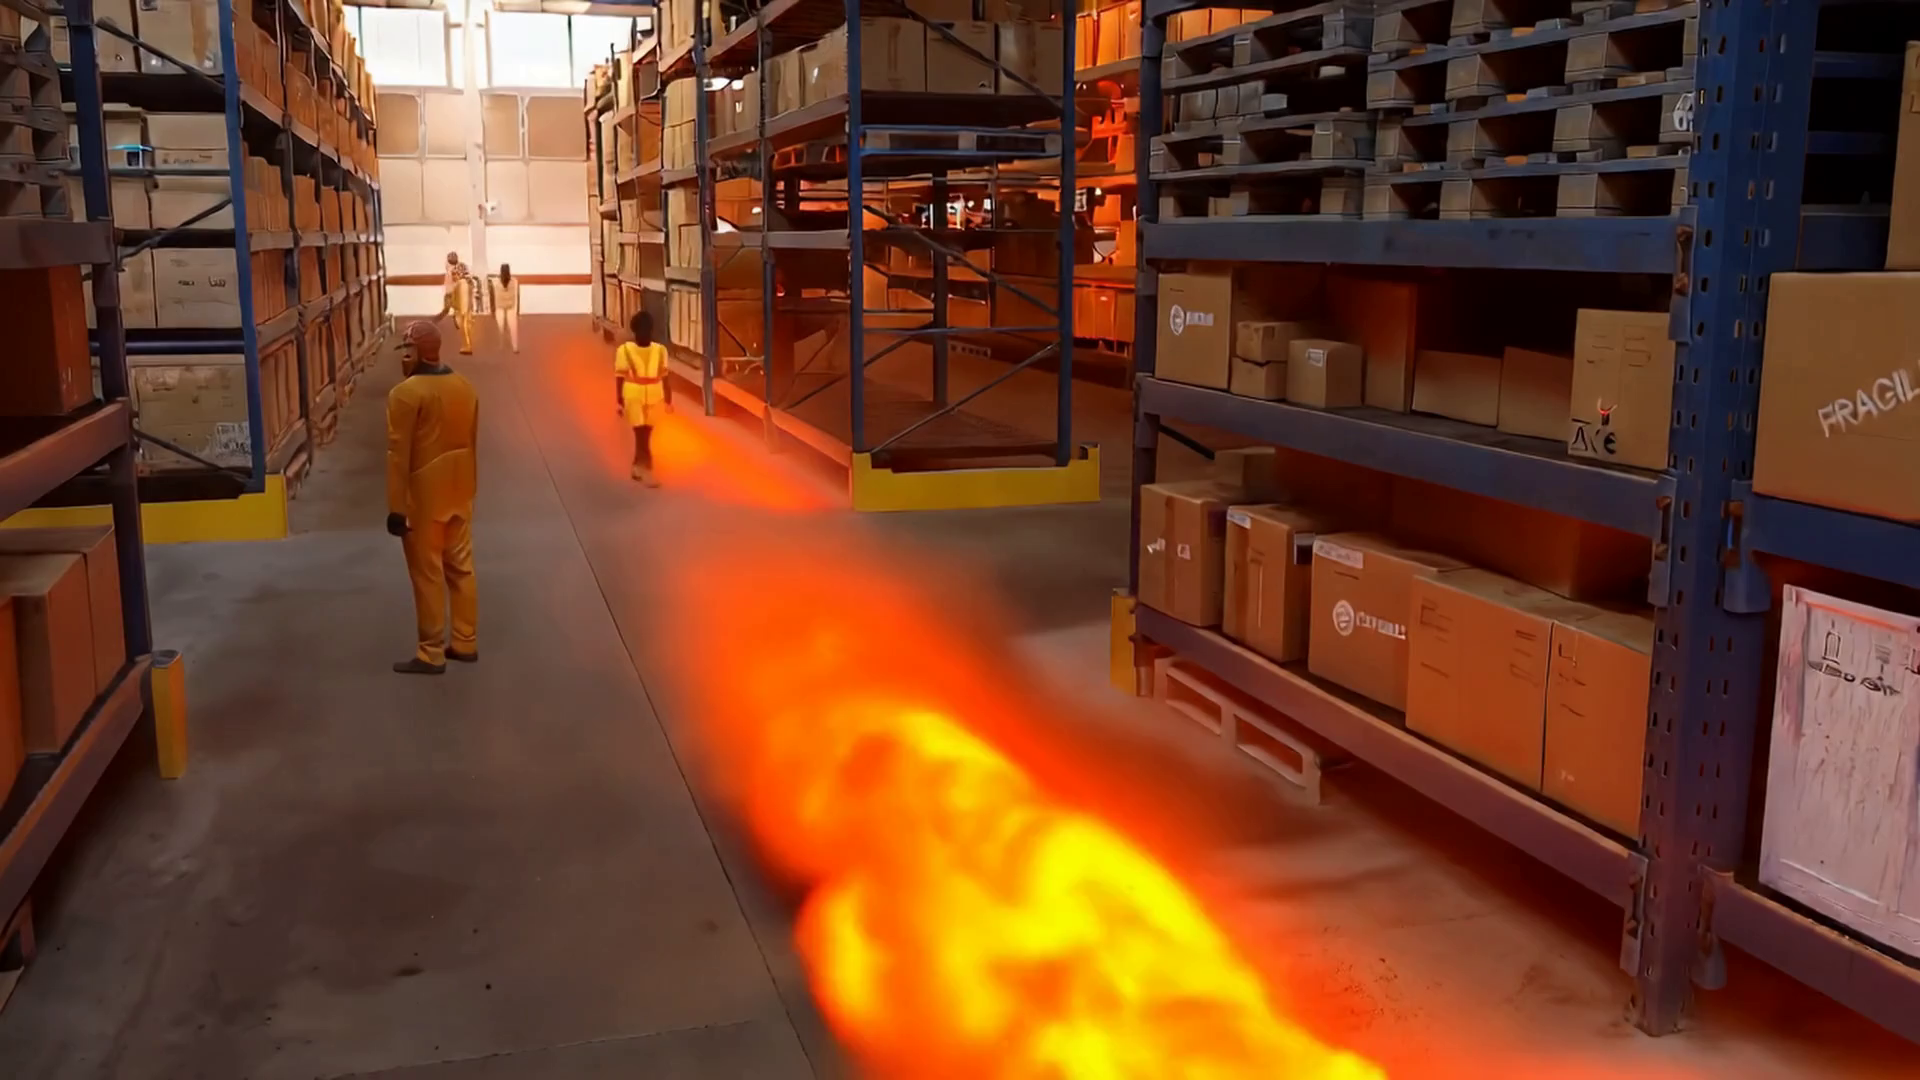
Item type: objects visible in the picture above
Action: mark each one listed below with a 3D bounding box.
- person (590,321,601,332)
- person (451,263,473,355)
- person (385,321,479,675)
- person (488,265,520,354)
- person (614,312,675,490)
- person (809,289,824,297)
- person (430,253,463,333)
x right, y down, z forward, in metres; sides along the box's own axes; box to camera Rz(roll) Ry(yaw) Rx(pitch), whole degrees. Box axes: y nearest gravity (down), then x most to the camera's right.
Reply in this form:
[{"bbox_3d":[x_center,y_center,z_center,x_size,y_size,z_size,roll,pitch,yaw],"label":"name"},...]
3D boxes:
[{"bbox_3d":[-8.850,-6.045,41.424,0.902,1.712,0.555,-6,12,-29],"label":"person"},{"bbox_3d":[-9.903,-4.591,33.112,0.404,1.829,0.600,-3,11,-16],"label":"person"},{"bbox_3d":[-2.876,-0.228,9.023,0.399,1.900,0.645,4,11,19],"label":"person"},{"bbox_3d":[-9.164,-4.640,33.509,0.623,1.797,0.947,-4,11,-22],"label":"person"},{"bbox_3d":[-3.010,-1.337,15.778,0.534,1.653,0.909,-6,12,-31],"label":"person"},{"bbox_3d":[-2.450,-3.667,28.302,0.404,1.735,0.550,-3,11,-15],"label":"person"},{"bbox_3d":[-12.516,-6.043,40.707,0.871,1.970,0.617,-3,11,-15],"label":"person"}]
